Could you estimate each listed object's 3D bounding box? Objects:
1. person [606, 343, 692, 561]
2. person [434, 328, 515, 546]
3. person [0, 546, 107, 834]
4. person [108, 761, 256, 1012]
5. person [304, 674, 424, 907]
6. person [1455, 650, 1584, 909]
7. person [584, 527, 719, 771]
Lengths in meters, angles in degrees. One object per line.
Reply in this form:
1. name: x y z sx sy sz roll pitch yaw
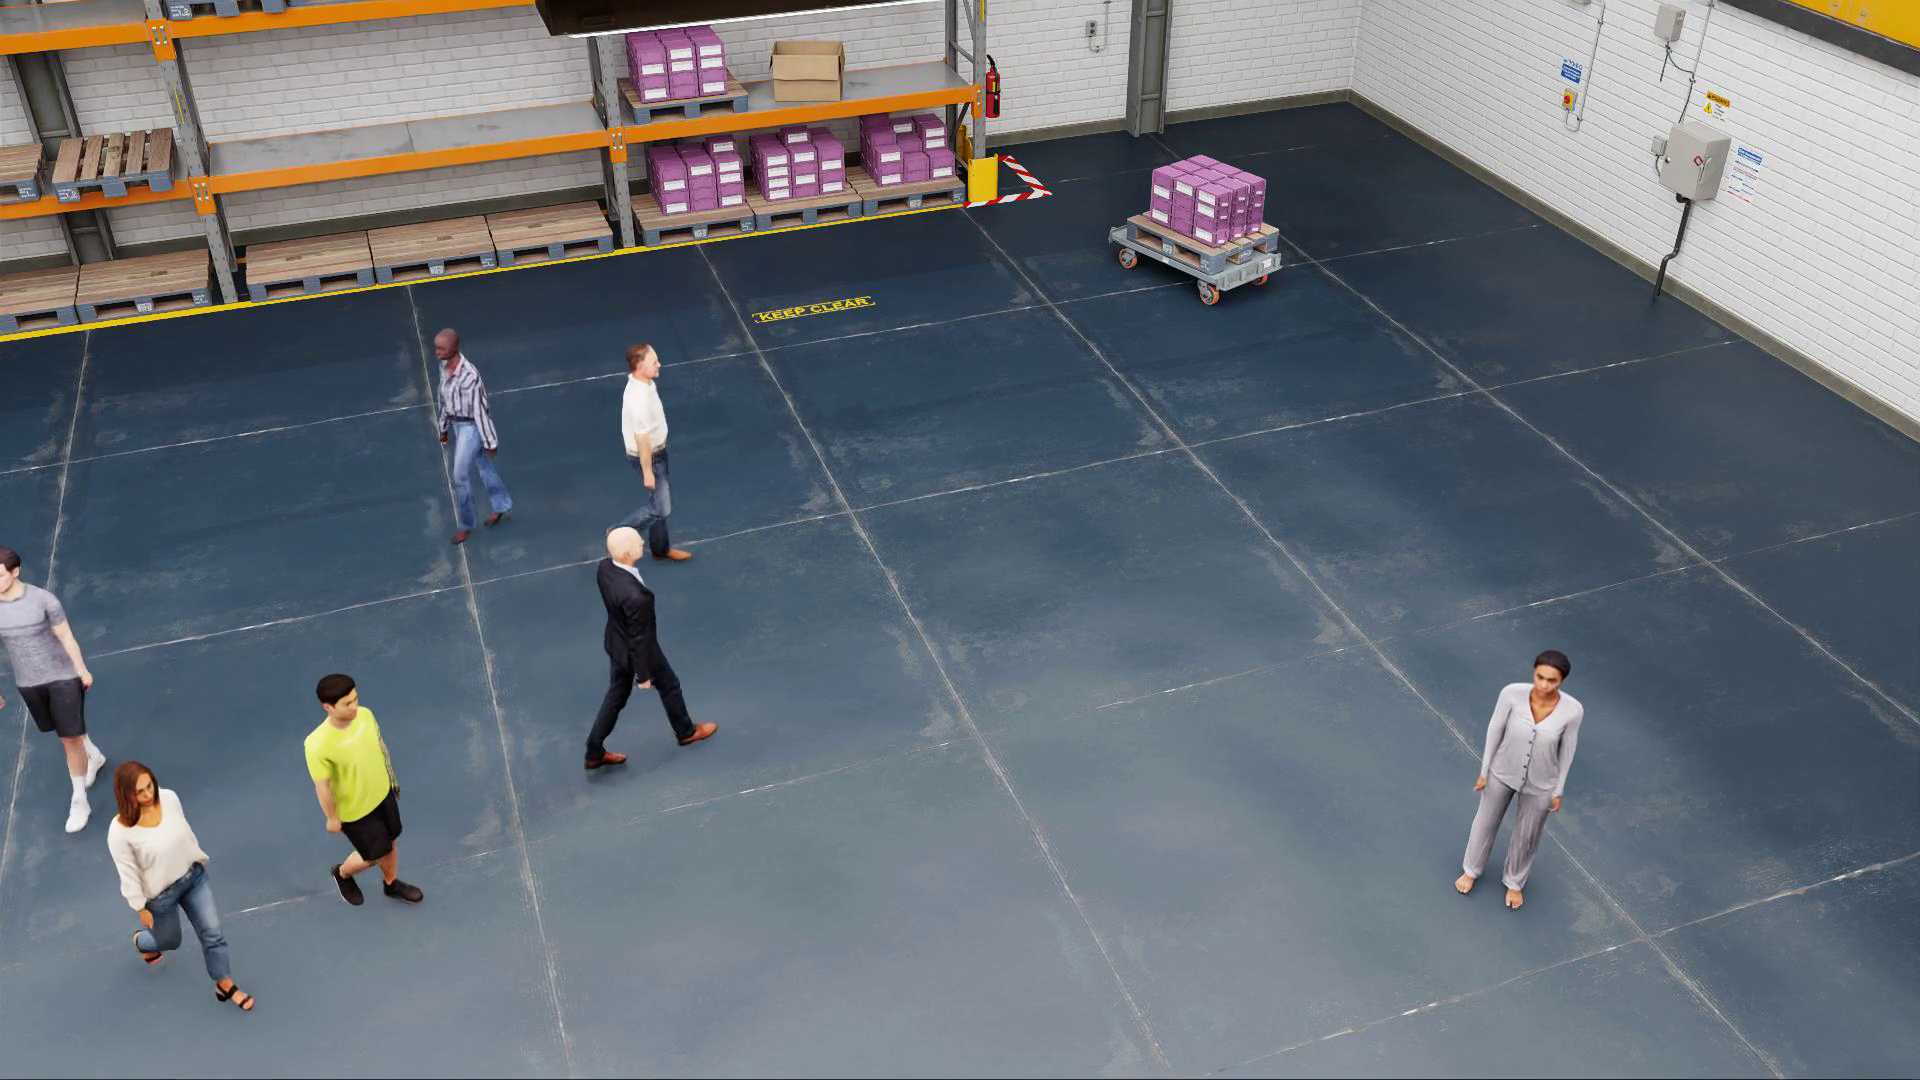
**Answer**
1. person: -2.403 -0.606 12.311 0.959 1.840 0.843 1 34 1
2. person: -3.667 -0.846 12.737 0.972 1.768 0.866 -26 42 -34
3. person: -5.571 0.776 10.226 1.050 1.846 0.949 -1 34 -1
4. person: -4.247 1.818 8.830 1.070 1.656 1.031 16 37 23
5. person: -3.449 1.422 9.390 0.903 1.696 0.841 13 36 18
6. person: 3.209 1.332 9.489 0.703 1.736 0.770 13 36 19
7. person: -2.114 0.716 10.391 1.236 1.764 0.918 -22 39 -29
